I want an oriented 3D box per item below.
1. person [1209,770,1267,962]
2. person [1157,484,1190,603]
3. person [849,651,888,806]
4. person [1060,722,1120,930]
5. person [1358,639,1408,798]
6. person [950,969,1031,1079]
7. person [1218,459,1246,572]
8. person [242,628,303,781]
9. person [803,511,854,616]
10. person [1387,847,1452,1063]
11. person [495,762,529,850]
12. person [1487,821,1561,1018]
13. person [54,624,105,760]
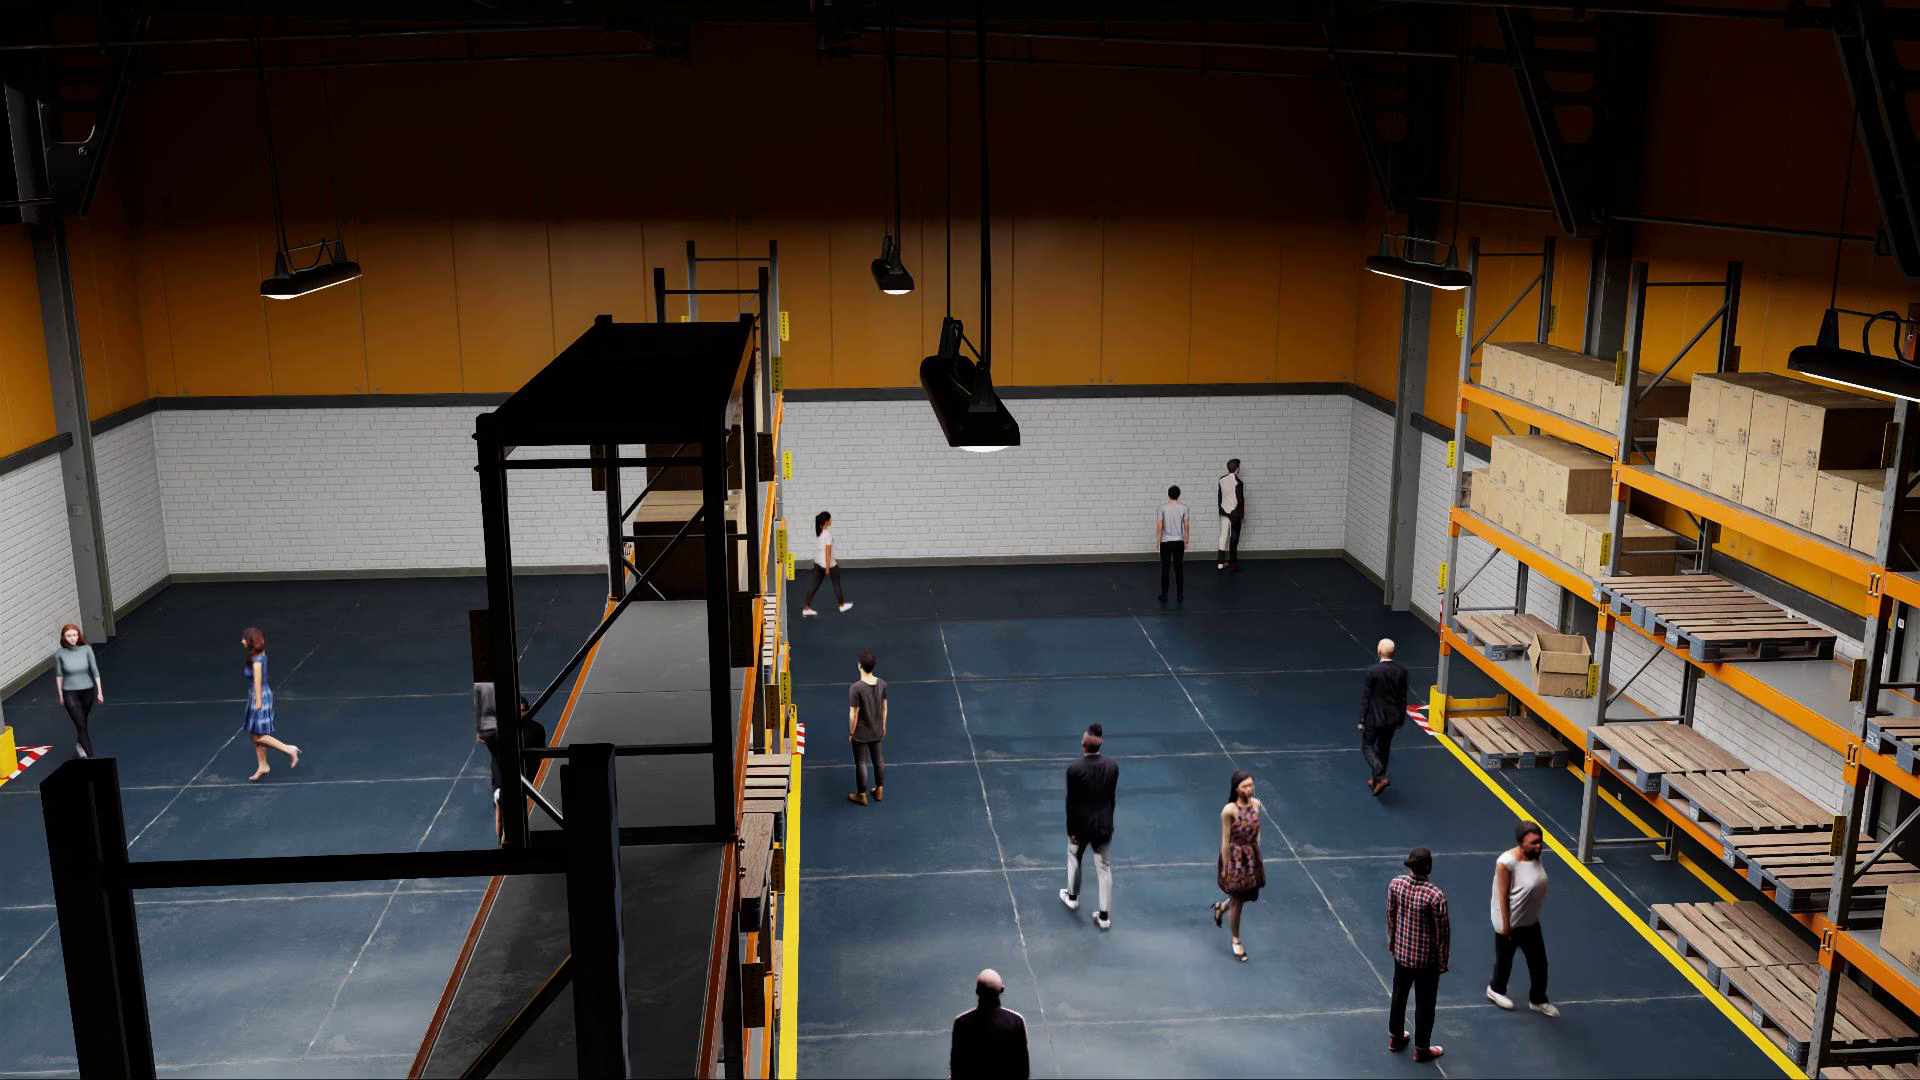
[{"bbox_3d":[2.429,2.848,14.728,0.837,1.762,0.945,-8,16,-31],"label":"person"},{"bbox_3d":[3.331,0.048,26.073,0.670,1.864,0.553,0,14,-2],"label":"person"},{"bbox_3d":[-1.005,2.040,18.160,0.705,1.717,0.709,-9,16,-32],"label":"person"},{"bbox_3d":[1.261,2.638,15.260,0.864,1.920,1.071,-4,14,-16],"label":"person"},{"bbox_3d":[4.652,1.980,18.247,0.722,1.792,0.873,-2,14,-9],"label":"person"},{"bbox_3d":[0.206,3.762,10.919,0.775,1.778,1.266,0,14,0],"label":"person"},{"bbox_3d":[4.564,-0.440,28.034,0.844,1.890,0.735,-11,17,-38],"label":"person"},{"bbox_3d":[-7.806,1.867,18.725,0.862,1.787,0.864,-6,15,-23],"label":"person"},{"bbox_3d":[-2.123,0.401,25.172,1.043,1.602,1.107,-10,17,-37],"label":"person"},{"bbox_3d":[3.606,3.239,13.115,0.772,1.761,0.850,13,19,43],"label":"person"},{"bbox_3d":[-3.937,2.808,14.886,0.653,1.766,0.738,0,14,-1],"label":"person"},{"bbox_3d":[4.611,3.105,13.867,0.871,1.668,0.971,-8,16,-30],"label":"person"},{"bbox_3d":[-10.183,1.801,19.204,1.014,1.689,1.246,-10,17,-35],"label":"person"}]
